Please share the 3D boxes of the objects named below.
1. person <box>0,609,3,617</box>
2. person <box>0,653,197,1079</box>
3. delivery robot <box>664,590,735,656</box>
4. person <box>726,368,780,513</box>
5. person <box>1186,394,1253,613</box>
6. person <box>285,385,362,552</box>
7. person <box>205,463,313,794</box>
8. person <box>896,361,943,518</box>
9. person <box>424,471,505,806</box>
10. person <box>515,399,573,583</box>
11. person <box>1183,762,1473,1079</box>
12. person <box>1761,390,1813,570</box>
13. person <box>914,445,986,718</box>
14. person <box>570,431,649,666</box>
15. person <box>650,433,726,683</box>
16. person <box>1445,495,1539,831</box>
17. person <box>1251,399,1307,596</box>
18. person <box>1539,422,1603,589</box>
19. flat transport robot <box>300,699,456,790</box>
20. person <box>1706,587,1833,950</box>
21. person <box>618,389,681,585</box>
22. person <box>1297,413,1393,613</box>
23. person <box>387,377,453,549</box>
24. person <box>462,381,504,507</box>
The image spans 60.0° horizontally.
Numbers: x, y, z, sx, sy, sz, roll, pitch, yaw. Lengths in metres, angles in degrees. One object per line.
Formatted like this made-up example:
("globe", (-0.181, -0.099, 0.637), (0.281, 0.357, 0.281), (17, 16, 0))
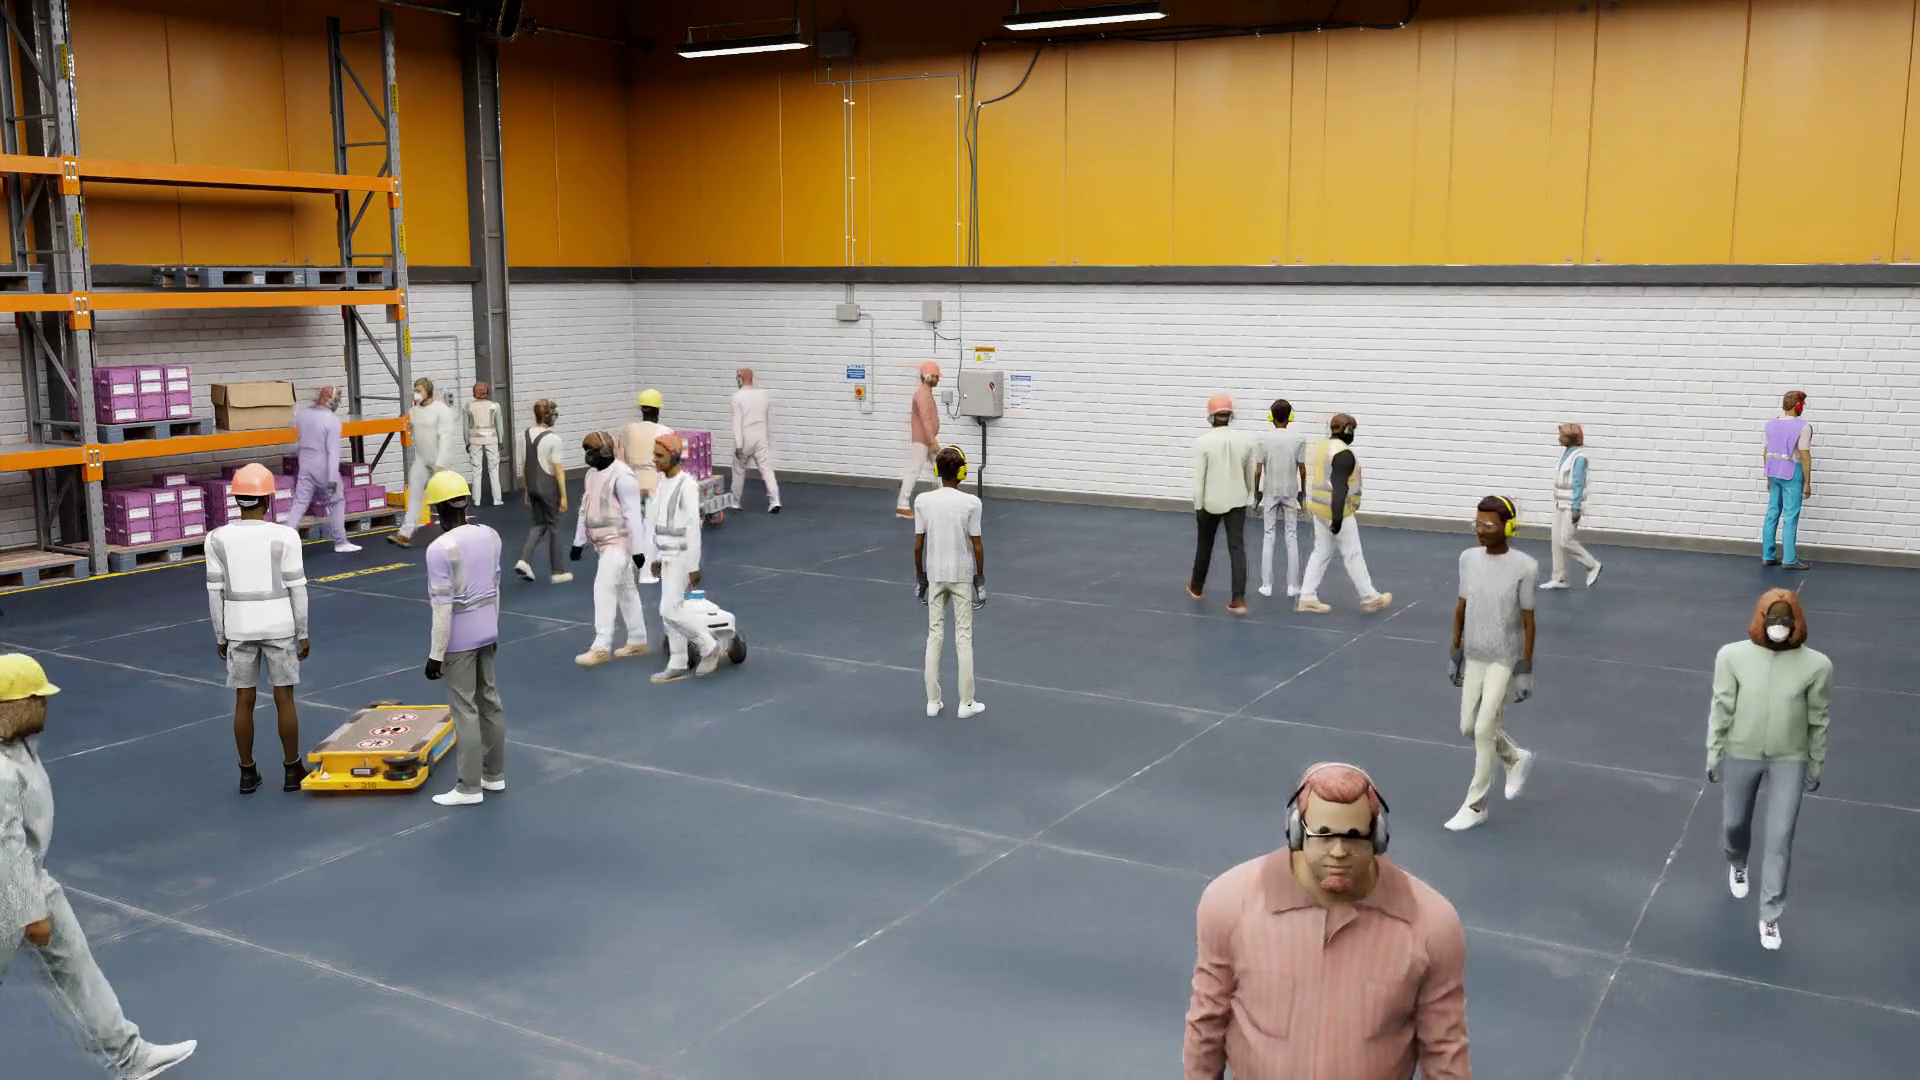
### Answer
("person", (-8.714, -0.247, 14.485), (0.543, 1.939, 0.359), (0, 9, 2))
("person", (-3.309, 1.238, 5.944), (0.918, 1.690, 0.503), (-3, 10, -19))
("delivery robot", (-2.041, 0.636, 12.983), (0.477, 0.478, 0.707), (-6, 11, -33))
("person", (-2.640, -1.264, 21.154), (0.660, 1.852, 1.040), (-9, 13, -44))
("person", (2.362, -0.350, 15.100), (0.633, 1.936, 1.042), (-2, 9, -11))
("person", (-6.880, -0.725, 17.762), (0.664, 1.849, 0.958), (4, 10, 25))
("person", (-4.074, 0.519, 9.702), (0.545, 1.938, 0.362), (-1, 9, -9))
("person", (-0.339, -1.226, 20.572), (0.984, 1.942, 0.623), (2, 9, 11))
("person", (-2.845, 0.561, 9.498), (0.382, 1.919, 0.584), (3, 10, 20))
("person", (-4.043, -0.459, 16.158), (0.538, 1.826, 0.592), (5, 10, 29))
("person", (0.870, 1.463, 3.952), (0.680, 1.883, 0.689), (1, 9, 8))
("person", (8.475, -0.615, 17.066), (0.389, 1.846, 0.567), (-3, 10, -20))
("person", (-0.064, 0.285, 11.376), (0.515, 1.872, 0.327), (3, 9, 16))
("person", (-2.796, 0.059, 12.977), (0.807, 1.807, 0.639), (-6, 11, -32))
("person", (-2.077, 0.140, 12.283), (0.455, 1.873, 0.590), (-5, 10, -28))
("person", (2.958, 0.656, 9.174), (0.721, 1.842, 0.514), (-7, 11, -35))
("person", (3.010, -0.397, 15.654), (0.518, 1.865, 0.329), (2, 9, 10))
("person", (5.847, -0.313, 15.860), (0.462, 1.622, 0.528), (0, 9, -2))
("flat transport robot", (-3.514, 1.251, 10.317), (0.652, 0.197, 1.431), (0, 9, -2))
("person", (3.747, 0.999, 7.731), (0.502, 1.610, 0.749), (5, 10, 26))
("person", (-3.009, -0.534, 16.413), (0.611, 1.890, 0.869), (3, 10, 17))
("person", (3.446, -0.230, 14.857), (0.878, 1.784, 0.697), (-1, 9, -7))
("person", (-5.900, -0.847, 18.382), (0.635, 1.884, 1.014), (4, 10, 24))
("person", (-6.195, -1.245, 21.639), (0.512, 1.641, 0.307), (-2, 9, -11))
